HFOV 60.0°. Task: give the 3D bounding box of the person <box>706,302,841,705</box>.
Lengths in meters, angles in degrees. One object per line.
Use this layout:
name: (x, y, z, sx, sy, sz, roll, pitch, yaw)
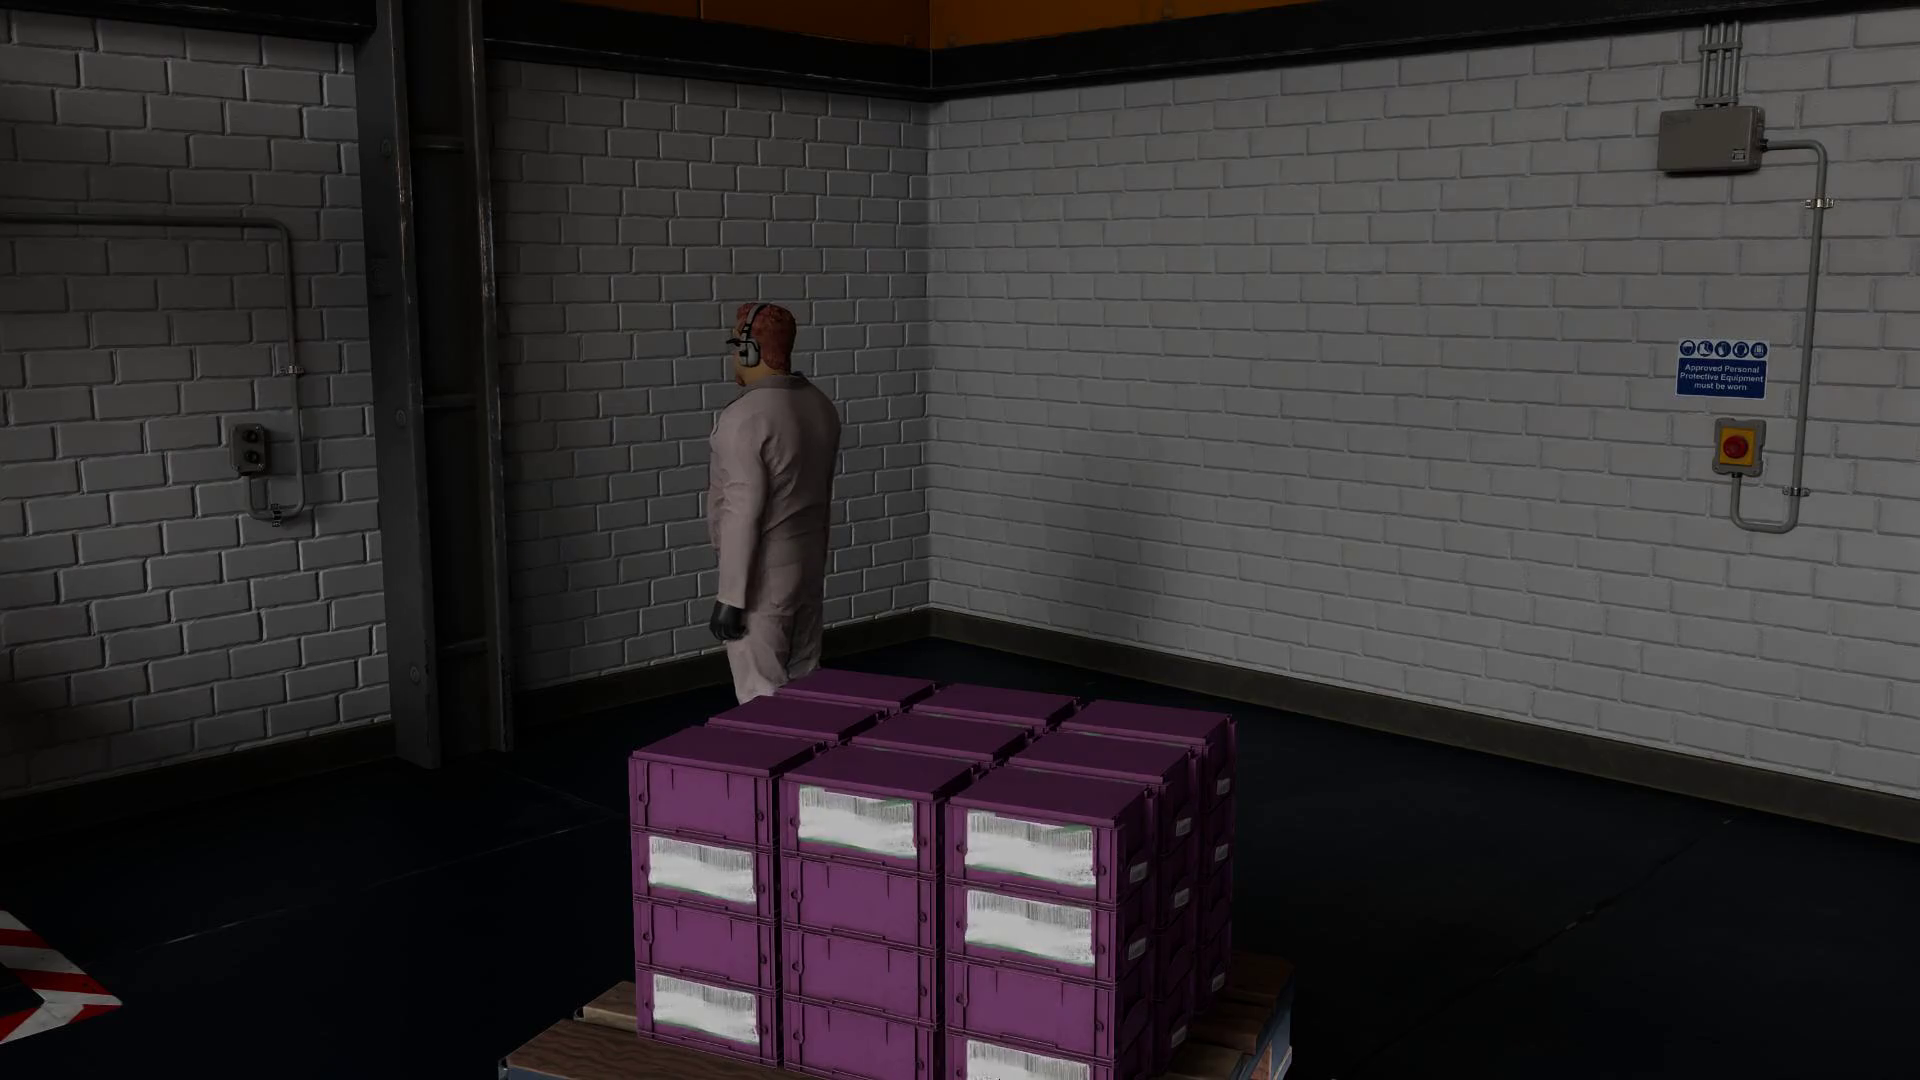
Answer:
person: (-0.677, 0.132, 5.815, 0.409, 1.907, 0.651, 4, 10, 24)
